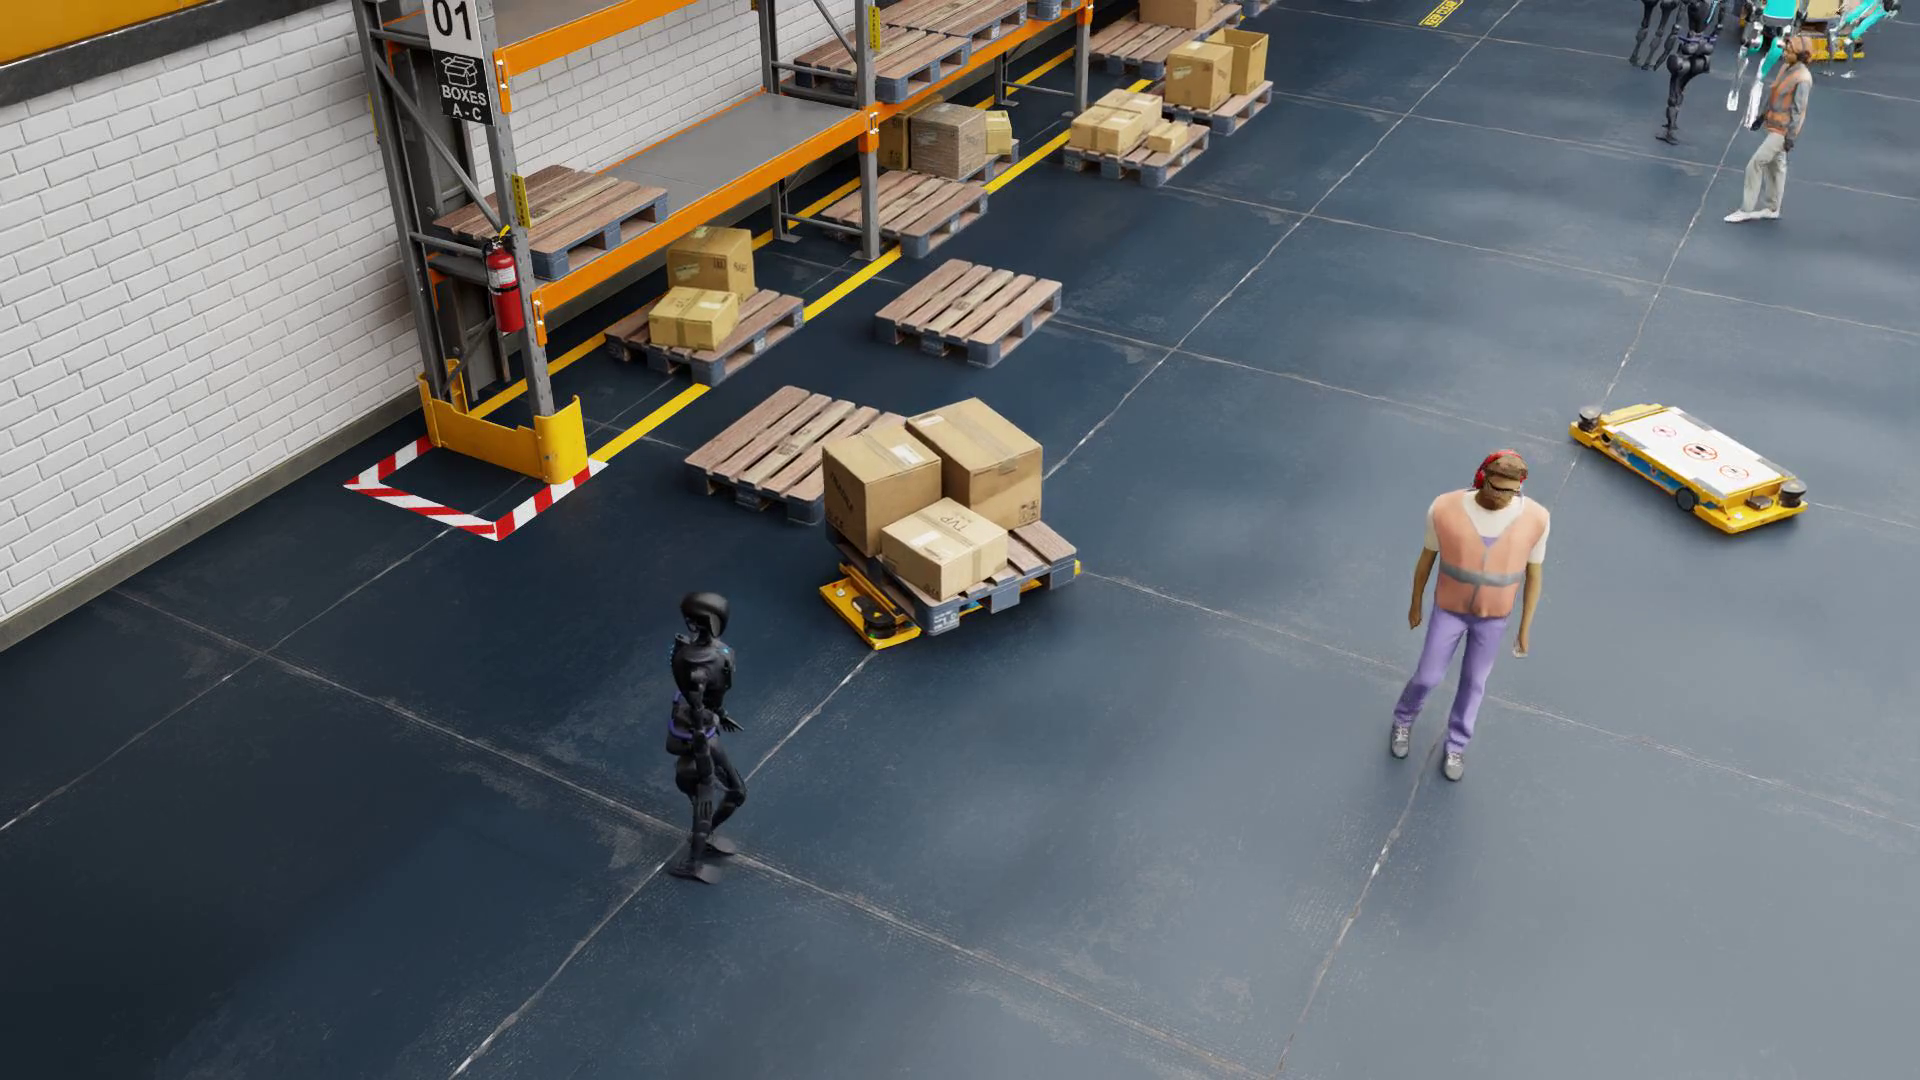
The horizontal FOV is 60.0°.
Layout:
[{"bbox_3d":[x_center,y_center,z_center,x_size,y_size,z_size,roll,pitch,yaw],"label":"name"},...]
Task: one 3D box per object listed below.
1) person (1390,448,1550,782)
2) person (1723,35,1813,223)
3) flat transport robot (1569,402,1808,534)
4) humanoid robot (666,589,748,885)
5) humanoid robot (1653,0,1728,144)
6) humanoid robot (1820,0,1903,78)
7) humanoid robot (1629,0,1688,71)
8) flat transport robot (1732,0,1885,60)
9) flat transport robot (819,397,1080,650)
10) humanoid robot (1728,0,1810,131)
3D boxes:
[{"bbox_3d":[2.514,0.363,8.183,0.586,1.826,0.494,5,34,8],"label":"person"},{"bbox_3d":[6.920,-3.507,14.221,0.620,1.616,0.531,6,34,9],"label":"person"},{"bbox_3d":[4.771,-0.522,10.937,0.659,0.231,1.431,-15,36,-21],"label":"flat transport robot"},{"bbox_3d":[-1.166,0.906,7.505,0.359,1.643,0.589,-1,33,-1],"label":"humanoid robot"},{"bbox_3d":[6.966,-4.669,15.942,0.597,1.644,0.501,-8,34,-12],"label":"humanoid robot"},{"bbox_3d":[9.508,-5.661,17.396,0.738,1.787,0.564,-7,34,-10],"label":"humanoid robot"},{"bbox_3d":[7.522,-5.899,17.807,0.589,1.637,0.417,22,39,29],"label":"humanoid robot"},{"bbox_3d":[9.523,-5.728,18.814,0.659,0.231,1.431,-5,34,-7],"label":"flat transport robot"},{"bbox_3d":[-0.053,0.201,9.844,1.431,0.231,0.659,-20,38,-27],"label":"flat transport robot"},{"bbox_3d":[7.953,-4.981,16.416,0.552,1.781,1.031,8,34,12],"label":"humanoid robot"}]
